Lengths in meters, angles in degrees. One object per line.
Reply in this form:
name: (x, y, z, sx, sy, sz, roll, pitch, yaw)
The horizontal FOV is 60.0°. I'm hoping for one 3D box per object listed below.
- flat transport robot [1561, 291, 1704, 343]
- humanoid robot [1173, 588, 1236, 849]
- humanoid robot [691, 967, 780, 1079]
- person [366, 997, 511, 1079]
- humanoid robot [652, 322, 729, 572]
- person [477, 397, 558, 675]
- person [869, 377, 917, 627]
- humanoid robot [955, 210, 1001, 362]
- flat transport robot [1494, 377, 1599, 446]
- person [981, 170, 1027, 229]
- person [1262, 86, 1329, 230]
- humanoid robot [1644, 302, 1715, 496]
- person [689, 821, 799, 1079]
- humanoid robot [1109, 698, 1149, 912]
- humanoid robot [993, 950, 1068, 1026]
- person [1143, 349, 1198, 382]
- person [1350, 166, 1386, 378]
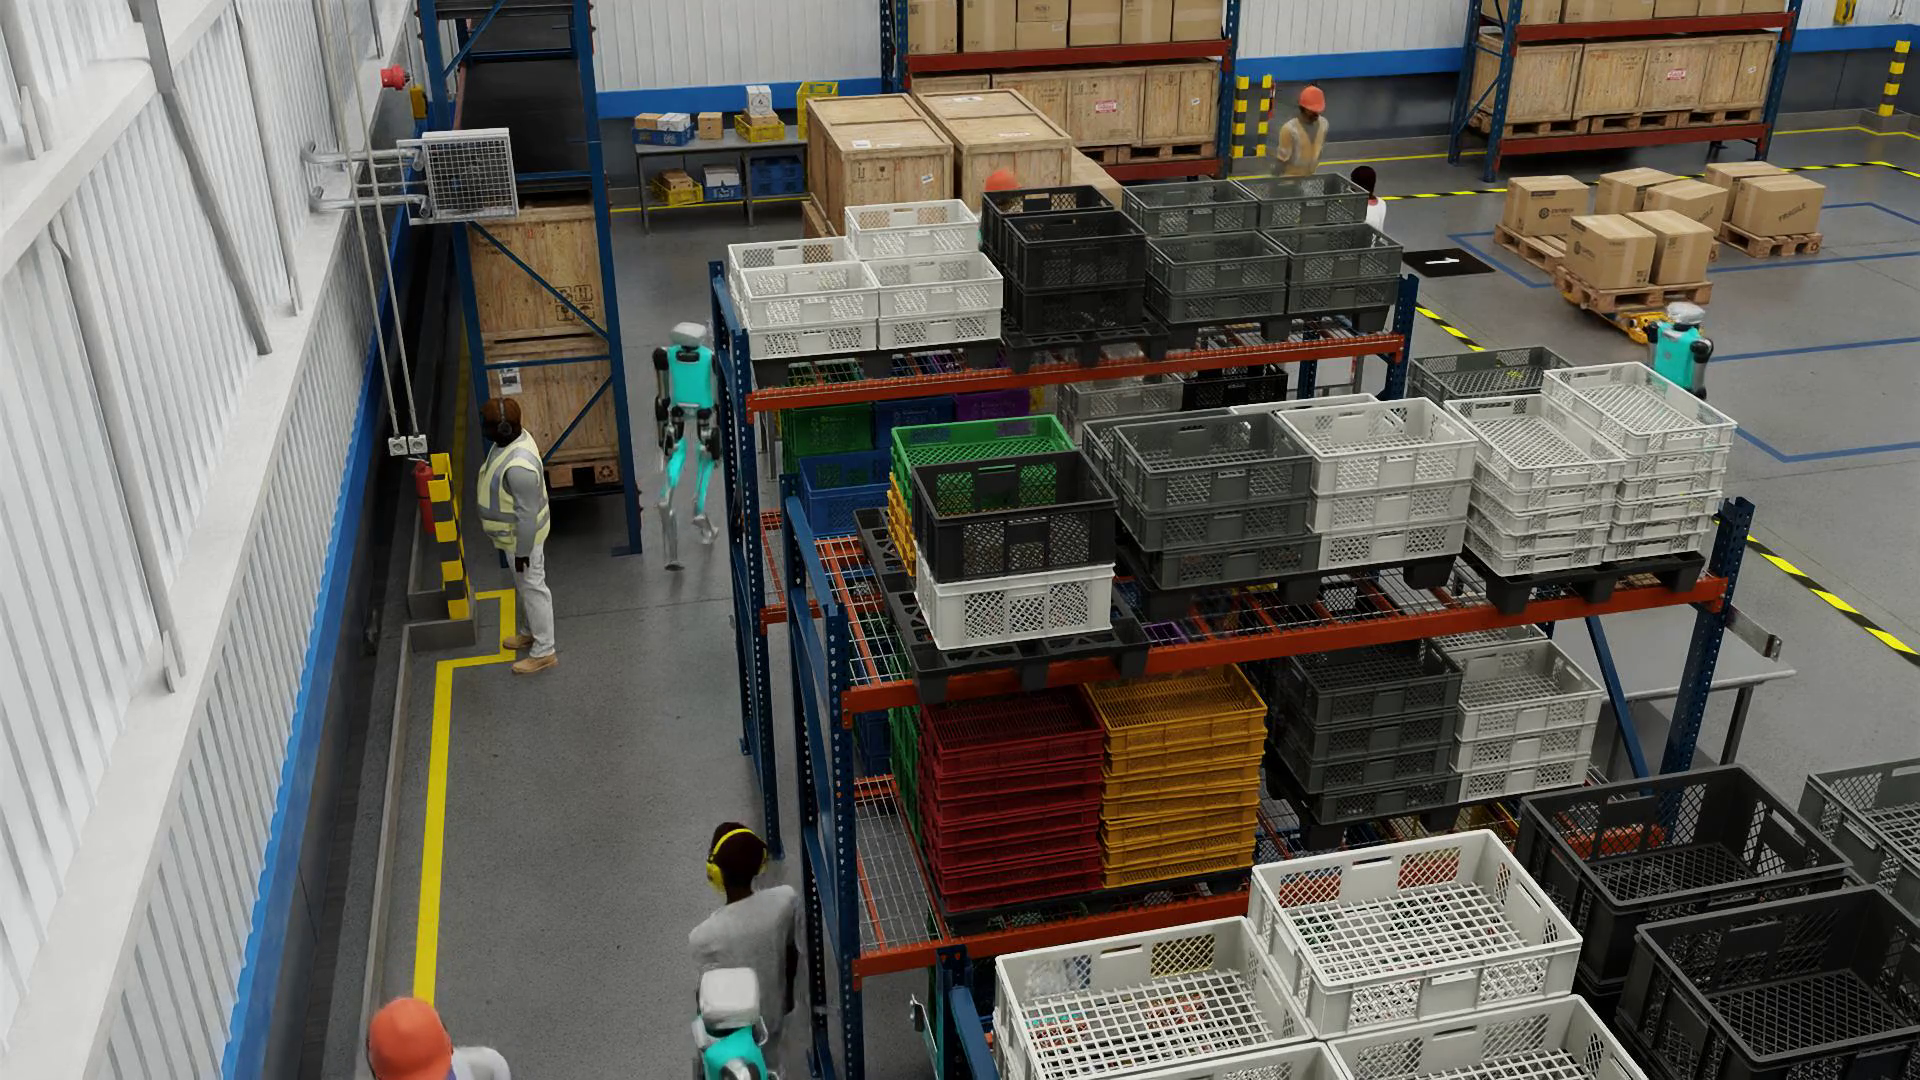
flat transport robot: (6.606, -2.296, 16.373, 0.652, 0.197, 1.431, -6, 28, -12)
humanoid robot: (1.290, 0.941, 8.757, 0.552, 1.646, 0.612, 5, 28, 9)
humanoid robot: (-0.600, 2.297, 6.178, 0.666, 1.848, 0.547, -10, 29, -18)
person: (-1.744, 2.359, 5.677, 0.616, 2.041, 0.394, -17, 32, -29)
humanoid robot: (-1.925, -0.568, 11.597, 0.537, 1.776, 1.019, 4, 28, 7)
person: (-2.781, -0.039, 10.434, 0.429, 1.844, 0.626, -10, 30, -19)
person: (-0.428, -0.224, 10.865, 0.523, 1.768, 0.306, 5, 28, 9)
humanoid robot: (0.066, -1.947, 14.163, 0.672, 1.793, 0.559, 6, 28, 12)
flat transport robot: (4.780, -1.036, 14.013, 0.659, 0.231, 1.431, -6, 28, -12)
person: (0.393, -2.365, 14.778, 0.514, 1.904, 0.586, -14, 31, -24)
person: (3.512, -3.814, 17.466, 0.617, 1.979, 1.110, -12, 30, -22)
humanoid robot: (5.358, -0.932, 12.278, 0.800, 1.791, 0.564, -14, 31, -24)
person: (-0.912, 1.901, 6.750, 0.554, 1.843, 0.634, -21, 34, -34)
humanoid robot: (0.765, 1.235, 8.186, 0.327, 1.653, 0.584, 9, 29, 16)
humanoid robot: (0.460, 2.243, 6.223, 0.935, 1.768, 0.538, -7, 28, -12)
person: (1.711, -1.214, 12.695, 0.837, 1.807, 0.575, -2, 28, -4)
person: (3.547, -2.377, 14.793, 0.393, 1.914, 0.588, 15, 31, 26)
